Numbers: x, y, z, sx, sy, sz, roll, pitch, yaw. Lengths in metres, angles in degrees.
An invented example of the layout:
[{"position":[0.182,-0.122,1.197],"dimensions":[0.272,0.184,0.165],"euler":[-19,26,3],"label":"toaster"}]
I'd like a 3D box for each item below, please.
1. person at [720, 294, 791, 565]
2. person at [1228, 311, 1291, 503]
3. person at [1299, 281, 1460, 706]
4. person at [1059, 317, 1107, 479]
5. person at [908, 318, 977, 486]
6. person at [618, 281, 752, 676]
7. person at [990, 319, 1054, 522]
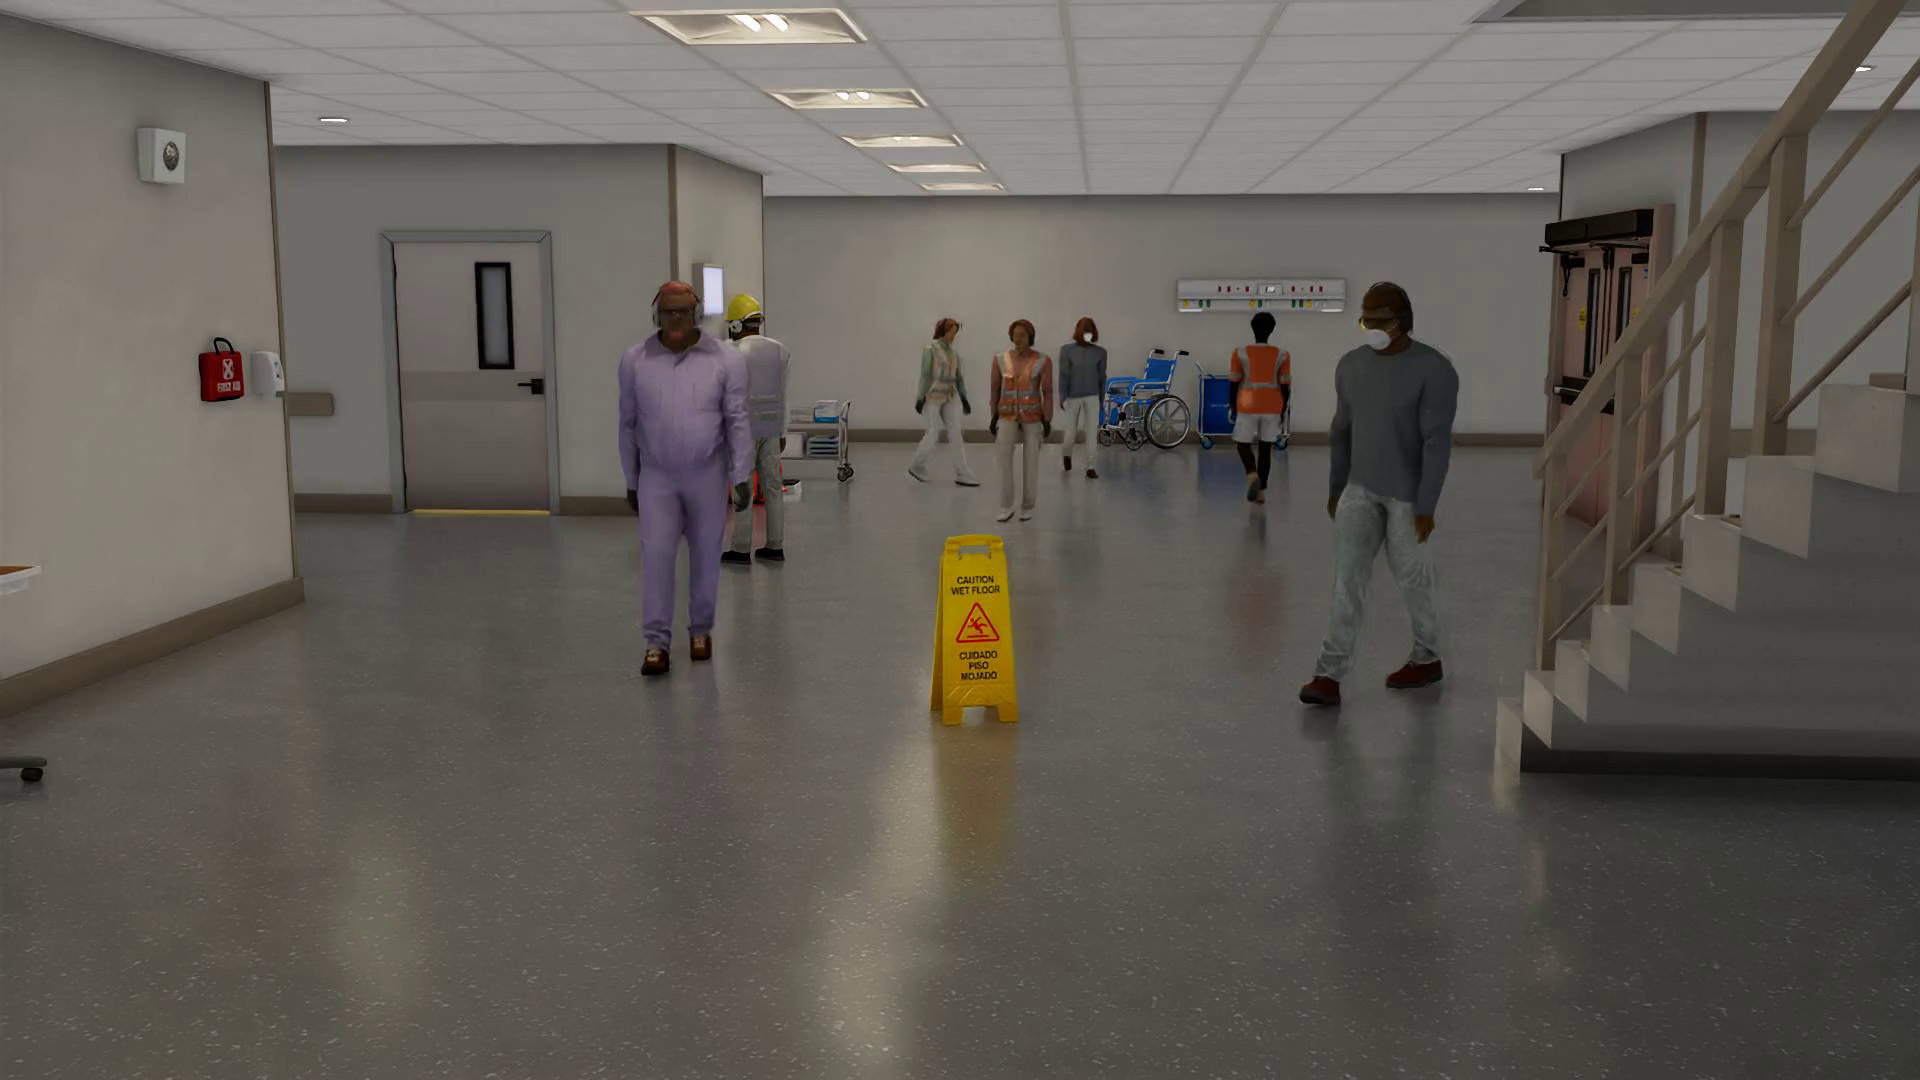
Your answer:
[{"position":[-1.413,-0.740,11.247],"dimensions":[0.591,1.824,0.403],"euler":[-7,11,-41],"label":"person"},{"position":[2.593,-1.129,14.352],"dimensions":[0.540,1.676,0.570],"euler":[0,8,0],"label":"person"},{"position":[1.892,-0.203,7.425],"dimensions":[0.986,1.881,0.700],"euler":[-7,11,-41],"label":"person"},{"position":[1.221,-1.434,16.674],"dimensions":[0.503,1.607,0.703],"euler":[-1,8,-5],"label":"person"},{"position":[-0.145,-1.314,15.938],"dimensions":[0.808,1.591,0.566],"euler":[7,11,38],"label":"person"},{"position":[-1.327,-0.293,8.007],"dimensions":[0.657,1.869,0.897],"euler":[-1,8,-6],"label":"person"},{"position":[0.474,-0.943,13.266],"dimensions":[0.546,1.615,0.588],"euler":[2,9,14],"label":"person"}]
